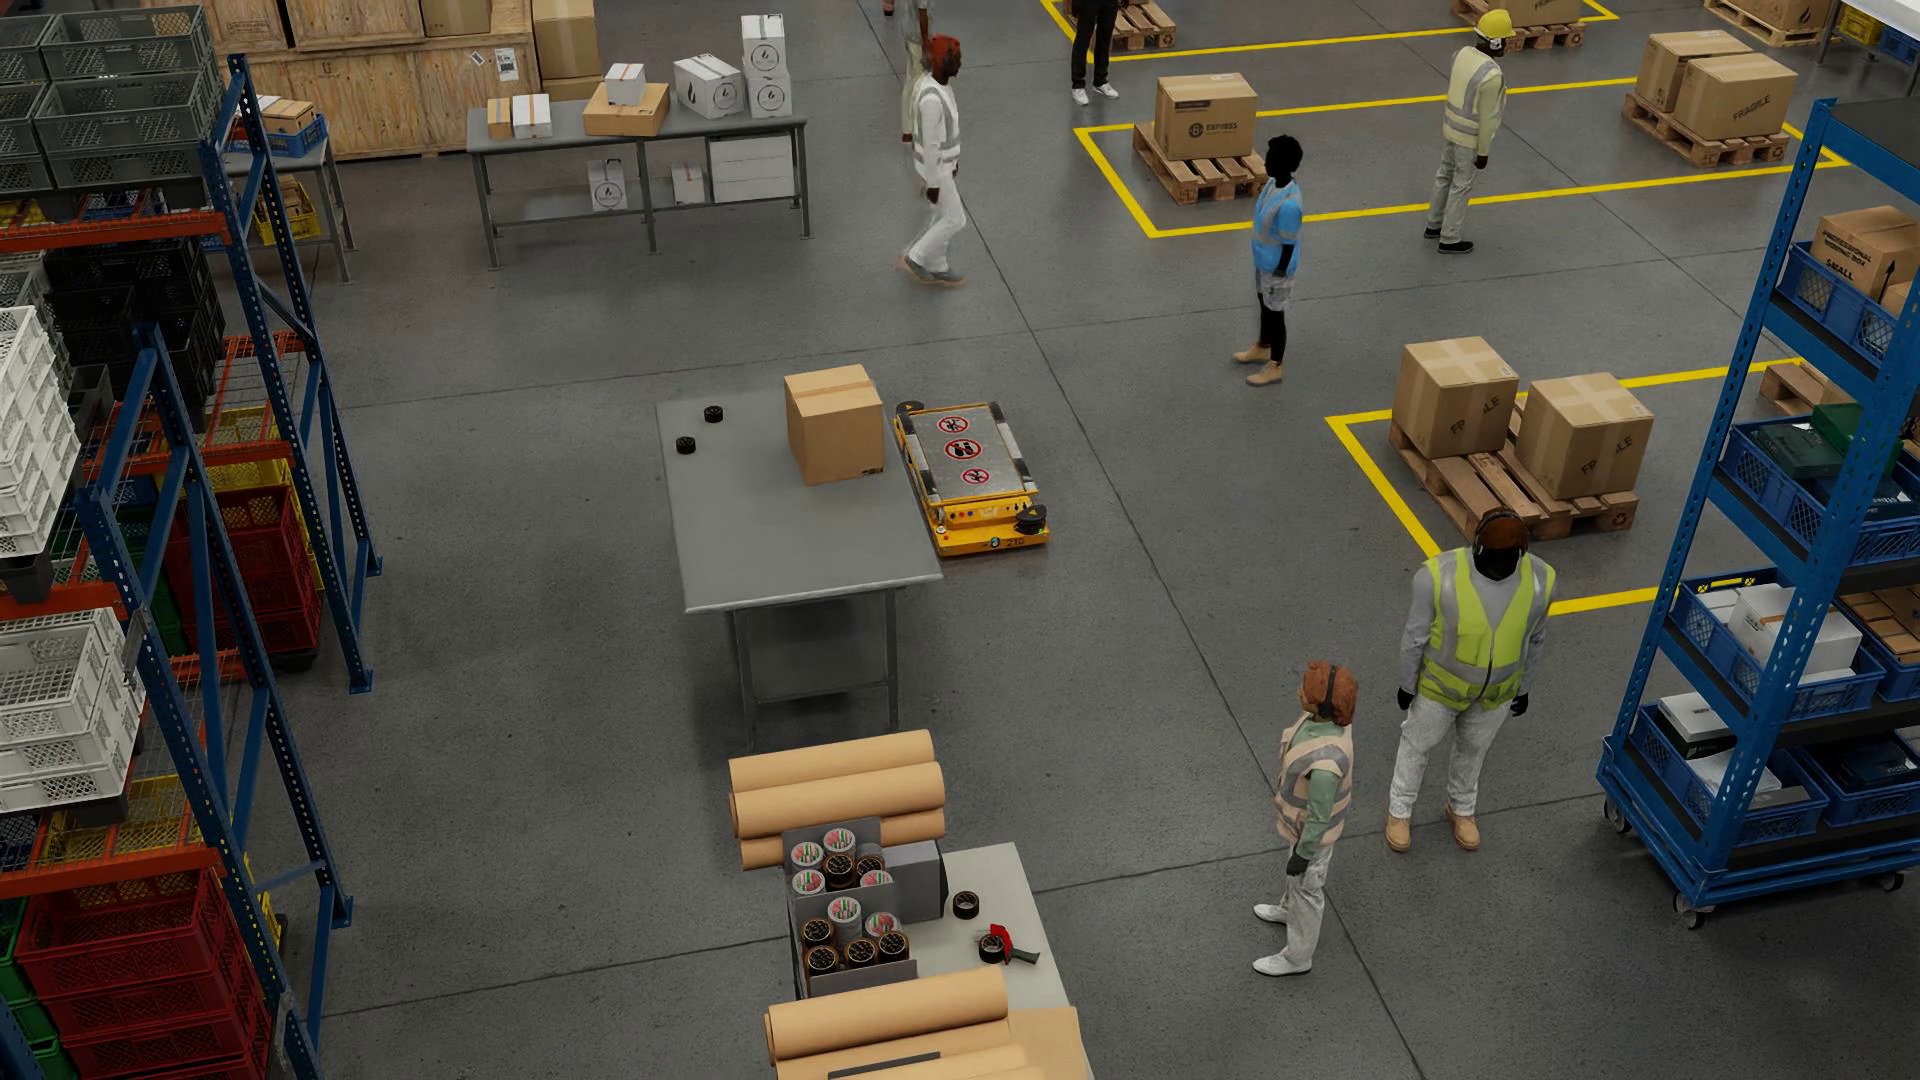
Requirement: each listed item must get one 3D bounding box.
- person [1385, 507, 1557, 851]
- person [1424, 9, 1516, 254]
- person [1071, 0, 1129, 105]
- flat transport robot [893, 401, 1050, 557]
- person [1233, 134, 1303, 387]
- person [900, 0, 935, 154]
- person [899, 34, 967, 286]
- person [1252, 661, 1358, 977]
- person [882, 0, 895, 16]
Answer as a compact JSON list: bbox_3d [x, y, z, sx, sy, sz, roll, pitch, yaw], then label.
[{"bbox_3d":[2.245,0.635,7.372,0.627,1.844,0.429,-1,37,-1],"label":"person"},{"bbox_3d":[3.772,-3.009,12.286,0.404,1.824,0.595,-7,37,-10],"label":"person"},{"bbox_3d":[1.224,-4.830,14.652,0.591,1.918,0.383,-18,40,-23],"label":"person"},{"bbox_3d":[0.046,-0.430,10.108,0.652,0.197,1.431,-8,37,-10],"label":"flat transport robot"},{"bbox_3d":[2.026,-1.809,10.775,0.317,1.695,0.540,-2,37,-3],"label":"person"},{"bbox_3d":[-0.331,-4.143,13.773,0.331,1.867,0.513,-11,38,-15],"label":"person"},{"bbox_3d":[-0.135,-2.644,11.756,0.430,1.865,0.585,3,37,4],"label":"person"},{"bbox_3d":[1.434,1.148,6.849,0.309,1.640,0.511,6,37,9],"label":"person"},{"bbox_3d":[-0.546,-6.176,16.482,0.643,1.899,0.396,5,37,7],"label":"person"}]
